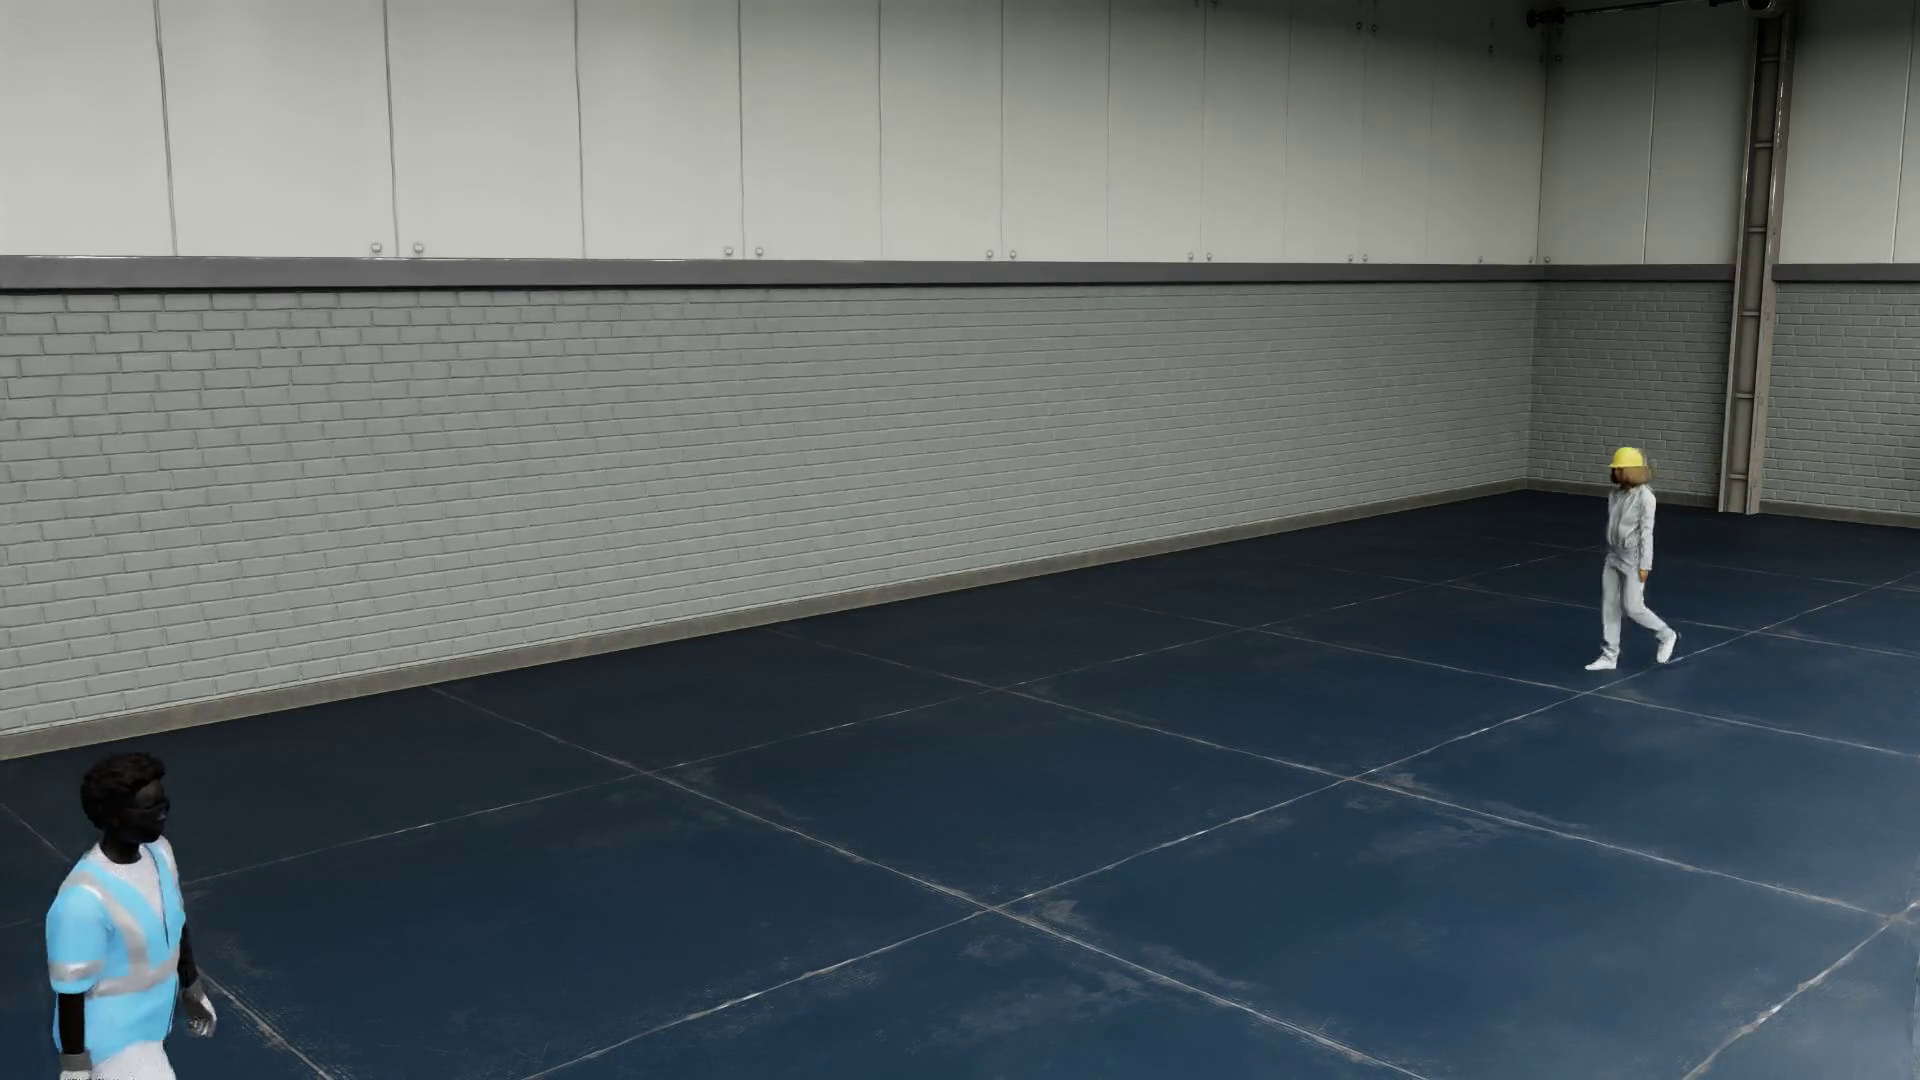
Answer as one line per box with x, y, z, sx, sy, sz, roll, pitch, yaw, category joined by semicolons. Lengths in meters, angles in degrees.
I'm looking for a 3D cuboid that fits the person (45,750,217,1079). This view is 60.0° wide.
-2.383;1.426;4.826;0.480;1.680;0.548;-1;9;-6;person

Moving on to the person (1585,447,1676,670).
5.122;0.148;12.628;0.603;1.732;0.489;-3;10;-17;person
